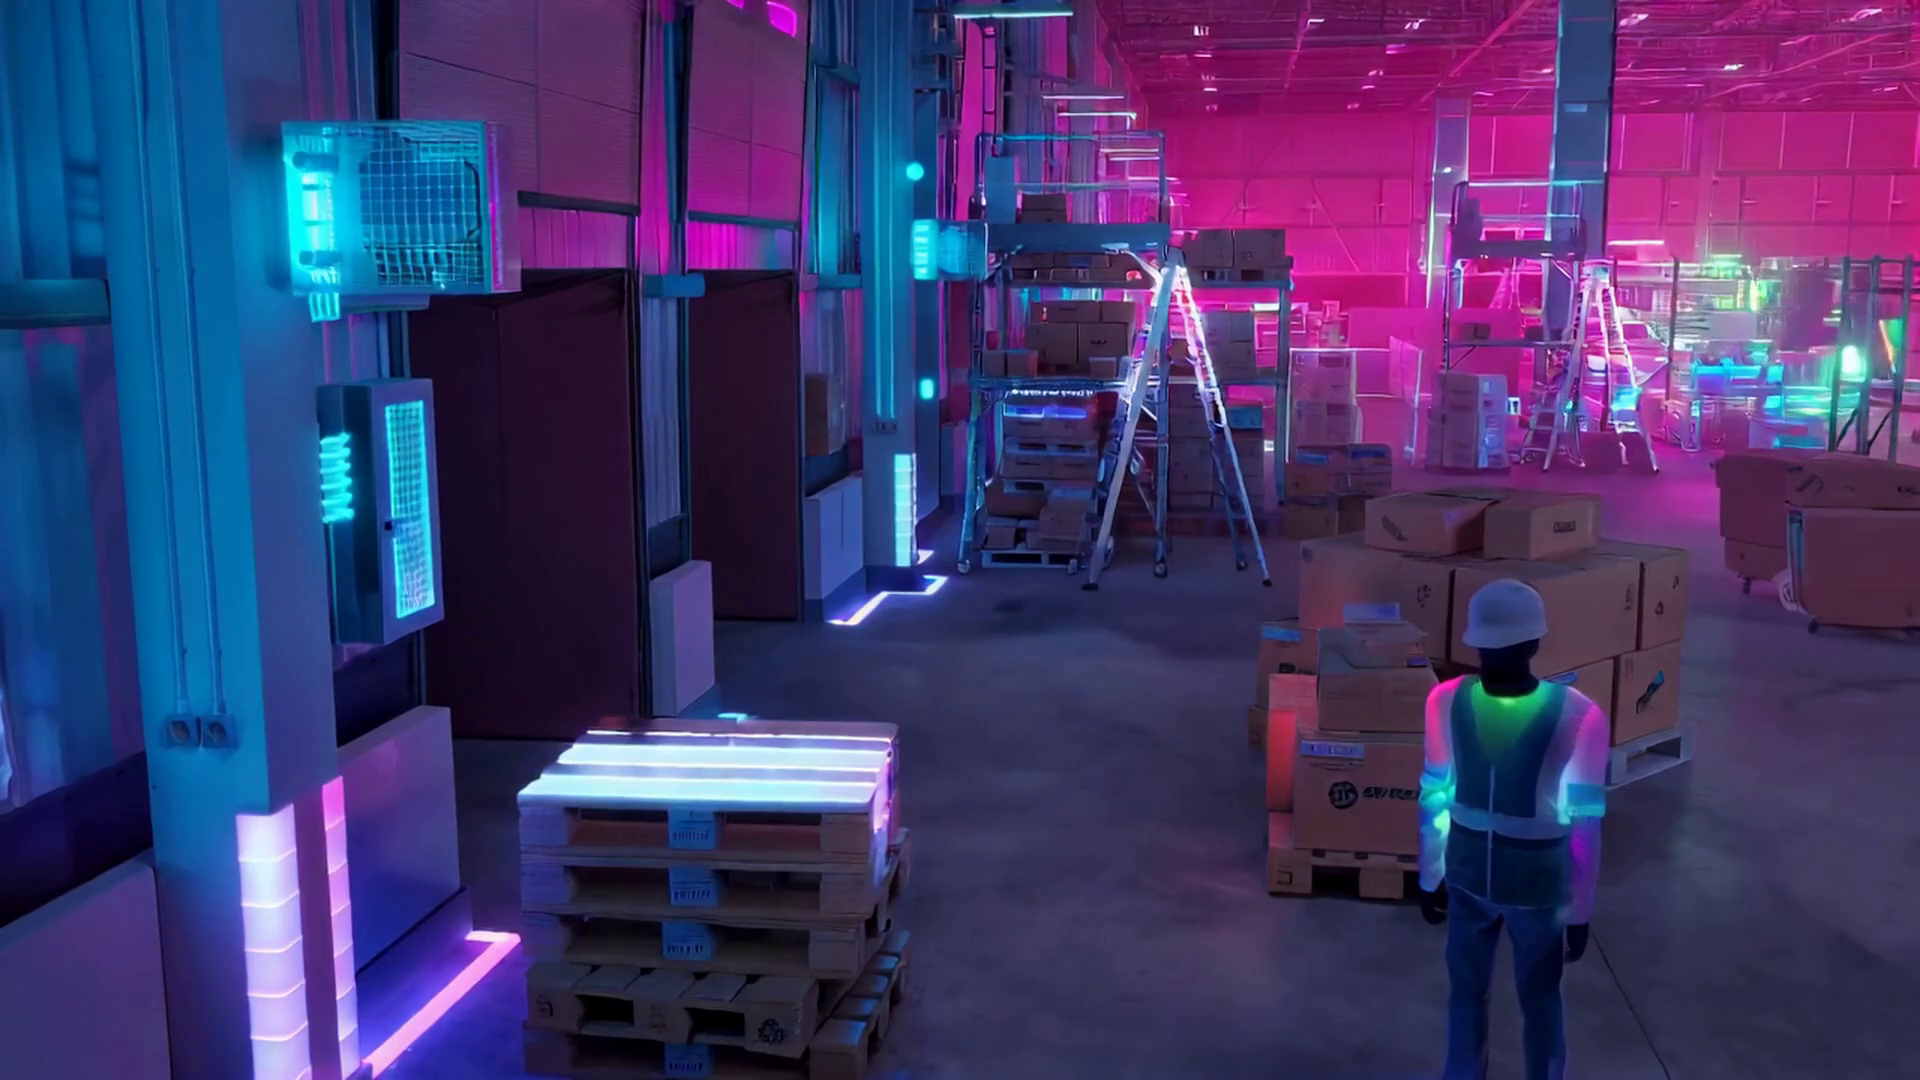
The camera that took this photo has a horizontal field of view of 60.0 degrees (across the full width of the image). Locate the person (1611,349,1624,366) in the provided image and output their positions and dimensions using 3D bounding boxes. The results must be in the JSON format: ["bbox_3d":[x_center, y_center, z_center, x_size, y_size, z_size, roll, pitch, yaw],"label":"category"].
[{"bbox_3d":[14.794,-4.222,37.692,0.545,1.942,0.353,5,11,29],"label":"person"}]

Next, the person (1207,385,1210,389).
[{"bbox_3d":[5.169,-3.652,35.143,0.323,1.630,0.523,-5,11,-29],"label":"person"}]

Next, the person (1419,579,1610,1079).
[{"bbox_3d":[1.689,1.062,5.182,0.585,1.919,0.397,8,12,40],"label":"person"}]

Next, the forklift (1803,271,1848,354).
[{"bbox_3d":[24.589,-6.351,47.937,1.873,2.768,1.129,1,9,9],"label":"forklift"}]

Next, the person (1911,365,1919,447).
[{"bbox_3d":[15.652,-2.368,26.892,0.320,1.739,0.485,9,13,43],"label":"person"}]

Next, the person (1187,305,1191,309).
[{"bbox_3d":[6.182,-5.355,44.731,0.544,1.930,0.388,-5,11,-30],"label":"person"}]

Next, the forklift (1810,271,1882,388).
[{"bbox_3d":[20.726,-4.780,38.245,1.873,2.768,1.129,1,9,9],"label":"forklift"}]

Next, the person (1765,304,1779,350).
[{"bbox_3d":[22.287,-5.518,45.712,0.372,1.934,0.627,3,10,21],"label":"person"}]

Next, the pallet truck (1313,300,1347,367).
[{"bbox_3d":[11.159,-6.200,49.718,0.823,1.965,1.885,4,10,26],"label":"pallet truck"}]
